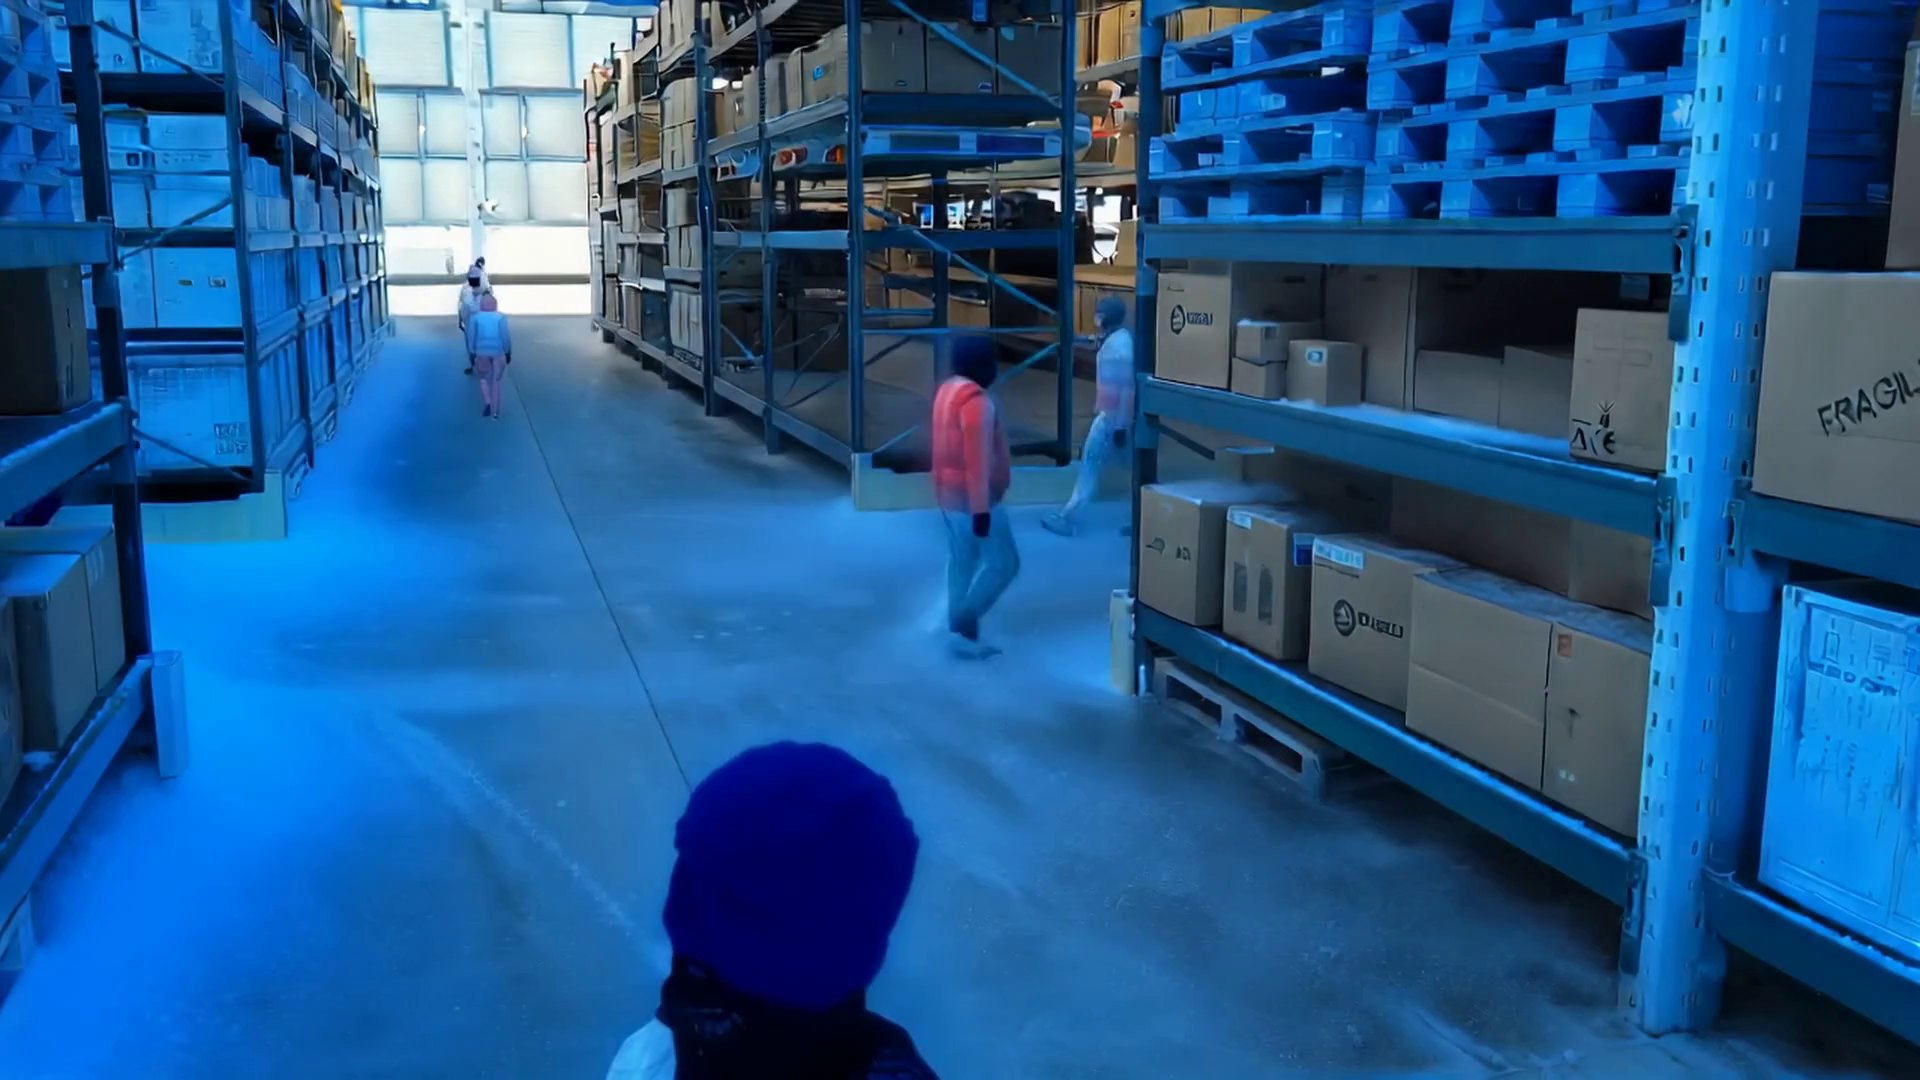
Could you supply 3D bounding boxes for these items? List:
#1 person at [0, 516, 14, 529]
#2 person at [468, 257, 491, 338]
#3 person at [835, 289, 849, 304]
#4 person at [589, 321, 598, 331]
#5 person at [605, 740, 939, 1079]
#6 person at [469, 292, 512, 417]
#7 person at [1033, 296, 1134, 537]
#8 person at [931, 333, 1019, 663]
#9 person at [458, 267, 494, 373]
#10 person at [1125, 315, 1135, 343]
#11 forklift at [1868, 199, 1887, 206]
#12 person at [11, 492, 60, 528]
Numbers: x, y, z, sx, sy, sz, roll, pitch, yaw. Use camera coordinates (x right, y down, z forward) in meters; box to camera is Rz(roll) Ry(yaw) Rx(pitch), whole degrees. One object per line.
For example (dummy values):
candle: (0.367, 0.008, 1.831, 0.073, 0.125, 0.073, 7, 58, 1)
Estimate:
person: (-6.612, -0.564, 11.463, 0.568, 1.686, 0.543, 1, 10, 3)
person: (-11.061, -5.568, 38.312, 1.013, 1.898, 0.641, 9, 14, 41)
person: (-2.540, -5.233, 36.374, 0.374, 1.928, 0.543, 5, 11, 25)
person: (-8.859, -6.060, 41.456, 0.888, 1.726, 0.524, -4, 11, -20)
person: (-0.137, 1.114, 1.597, 0.593, 1.922, 0.391, 9, 14, 40)
person: (-6.132, -2.417, 21.739, 0.544, 1.622, 0.395, -3, 11, -17)
person: (1.103, -0.950, 12.995, 1.019, 1.886, 0.642, 2, 10, 8)
person: (0.073, -0.212, 9.112, 0.446, 1.826, 0.655, -3, 11, -17)
person: (-8.356, -3.785, 28.723, 0.588, 1.823, 0.403, -2, 10, -9)
person: (2.367, -2.358, 21.438, 0.516, 1.618, 0.336, 1, 10, 6)
forklift: (11.338, -2.915, 21.052, 1.129, 2.768, 1.873, -3, 11, -17)
person: (-6.158, -0.586, 10.988, 0.465, 1.891, 0.598, -3, 11, -17)
